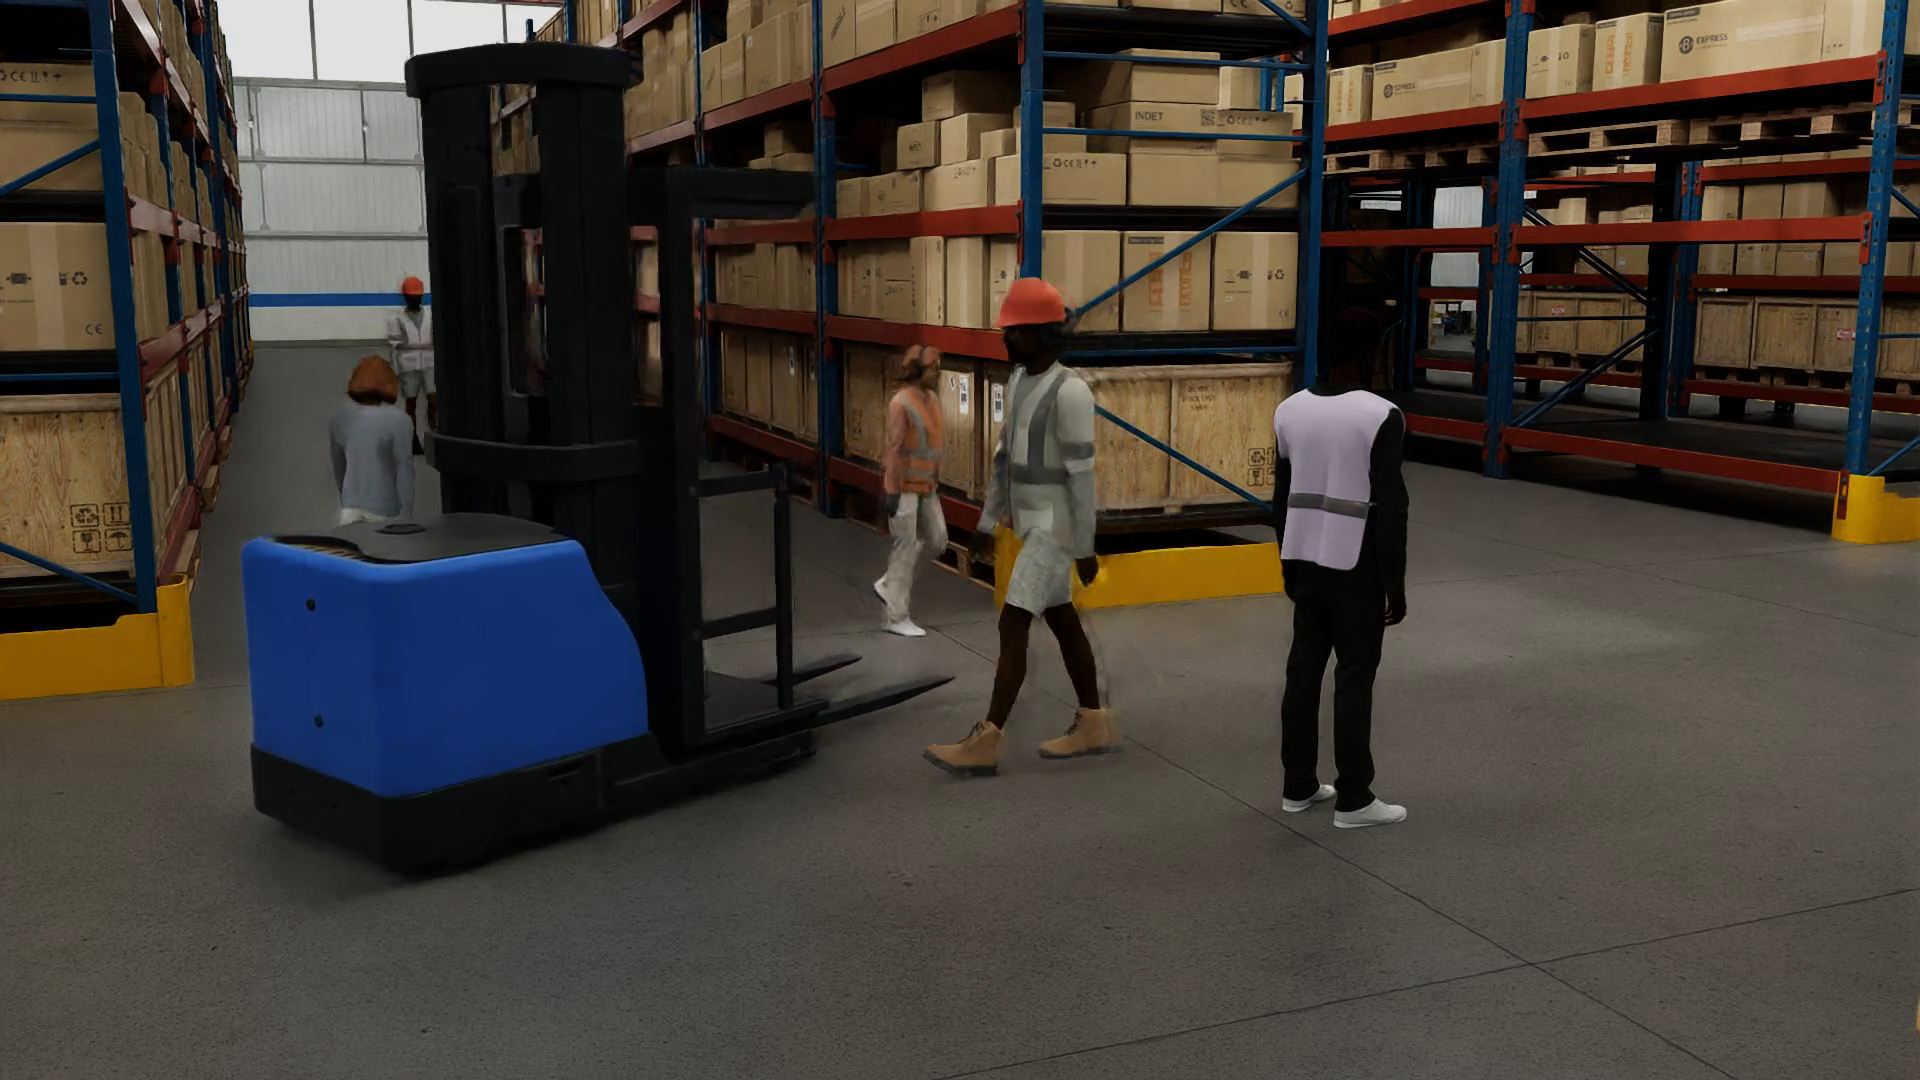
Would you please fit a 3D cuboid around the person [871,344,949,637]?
[{"bbox_3d":[-0.285,-0.279,9.270,0.412,1.620,0.586,4,10,23],"label":"person"}]

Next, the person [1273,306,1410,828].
[{"bbox_3d":[1.395,0.102,6.140,0.393,1.915,0.591,-7,12,-36],"label":"person"}]

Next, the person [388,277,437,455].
[{"bbox_3d":[-5.761,-1.832,17.728,0.579,1.904,0.831,-6,11,-33],"label":"person"}]

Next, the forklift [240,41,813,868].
[{"bbox_3d":[-1.636,-0.403,6.278,1.129,2.768,1.873,8,12,40],"label":"forklift"}]

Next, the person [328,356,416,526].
[{"bbox_3d":[-2.983,-0.150,8.608,0.514,1.589,0.836,2,10,12],"label":"person"}]

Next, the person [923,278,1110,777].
[{"bbox_3d":[0.222,-0.045,6.756,0.972,2.002,0.615,-3,10,-16],"label":"person"}]
